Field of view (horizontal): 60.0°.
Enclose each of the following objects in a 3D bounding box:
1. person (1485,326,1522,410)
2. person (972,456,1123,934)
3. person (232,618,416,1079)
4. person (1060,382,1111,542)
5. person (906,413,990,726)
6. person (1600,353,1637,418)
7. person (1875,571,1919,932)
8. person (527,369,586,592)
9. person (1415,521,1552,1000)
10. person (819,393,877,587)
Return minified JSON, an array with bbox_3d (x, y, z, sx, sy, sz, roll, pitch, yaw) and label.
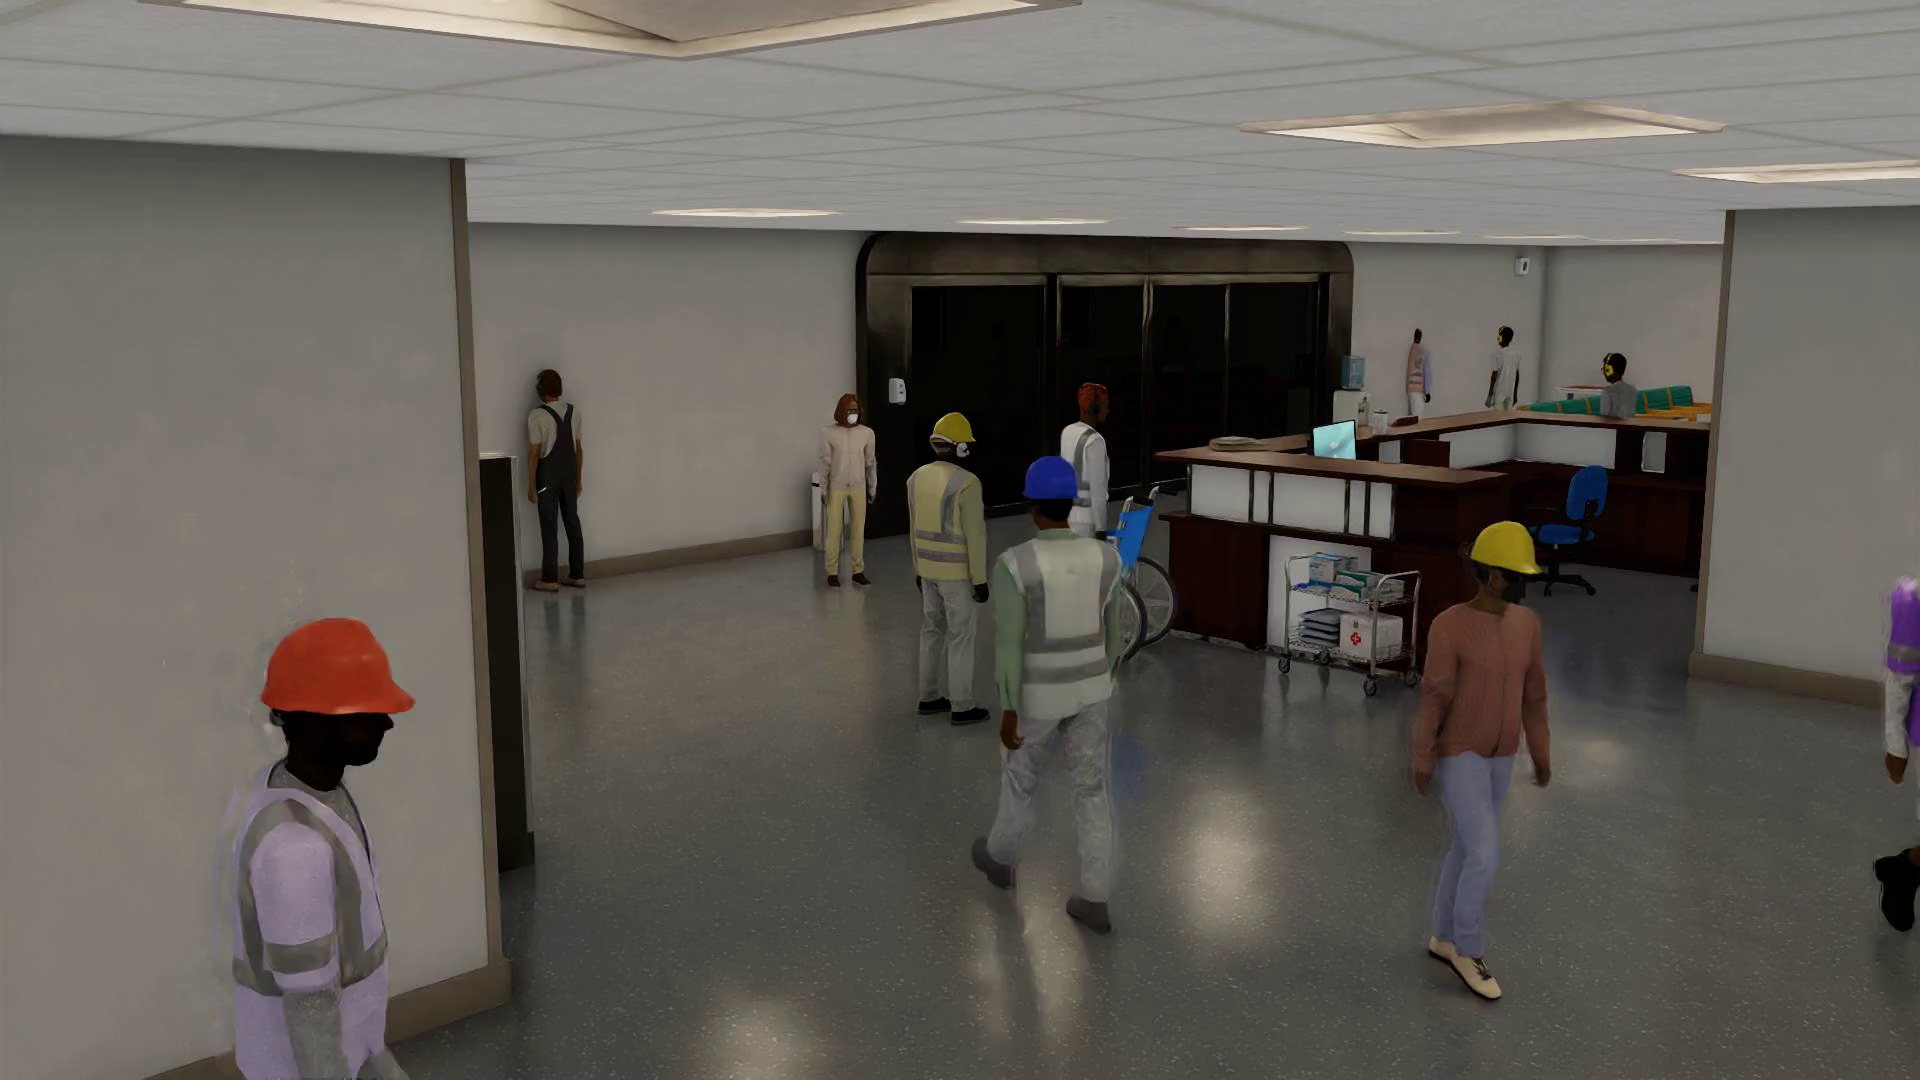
[{"bbox_3d":[7.495,-2.016,22.988,0.513,1.872,0.328,-4,10,-23],"label":"person"},{"bbox_3d":[0.377,0.598,6.880,0.629,1.896,0.926,-4,10,-24],"label":"person"},{"bbox_3d":[-1.366,1.110,3.662,0.408,1.920,0.585,-3,10,-16],"label":"person"},{"bbox_3d":[0.863,-0.155,11.573,0.349,1.879,0.580,-3,10,-19],"label":"person"},{"bbox_3d":[-0.055,0.166,9.775,0.403,1.824,0.601,-8,12,-39],"label":"person"},{"bbox_3d":[6.292,-0.880,16.094,0.538,1.855,0.379,-7,11,-35],"label":"person"},{"bbox_3d":[3.731,0.699,6.251,0.557,1.911,0.860,0,9,-1],"label":"person"},{"bbox_3d":[-3.334,-0.490,13.733,0.338,1.838,0.506,8,12,41],"label":"person"},{"bbox_3d":[1.954,0.796,6.103,0.545,1.742,0.609,-5,11,-29],"label":"person"},{"bbox_3d":[-0.938,-0.415,13.939,0.505,1.628,0.286,-4,10,-21],"label":"person"}]
